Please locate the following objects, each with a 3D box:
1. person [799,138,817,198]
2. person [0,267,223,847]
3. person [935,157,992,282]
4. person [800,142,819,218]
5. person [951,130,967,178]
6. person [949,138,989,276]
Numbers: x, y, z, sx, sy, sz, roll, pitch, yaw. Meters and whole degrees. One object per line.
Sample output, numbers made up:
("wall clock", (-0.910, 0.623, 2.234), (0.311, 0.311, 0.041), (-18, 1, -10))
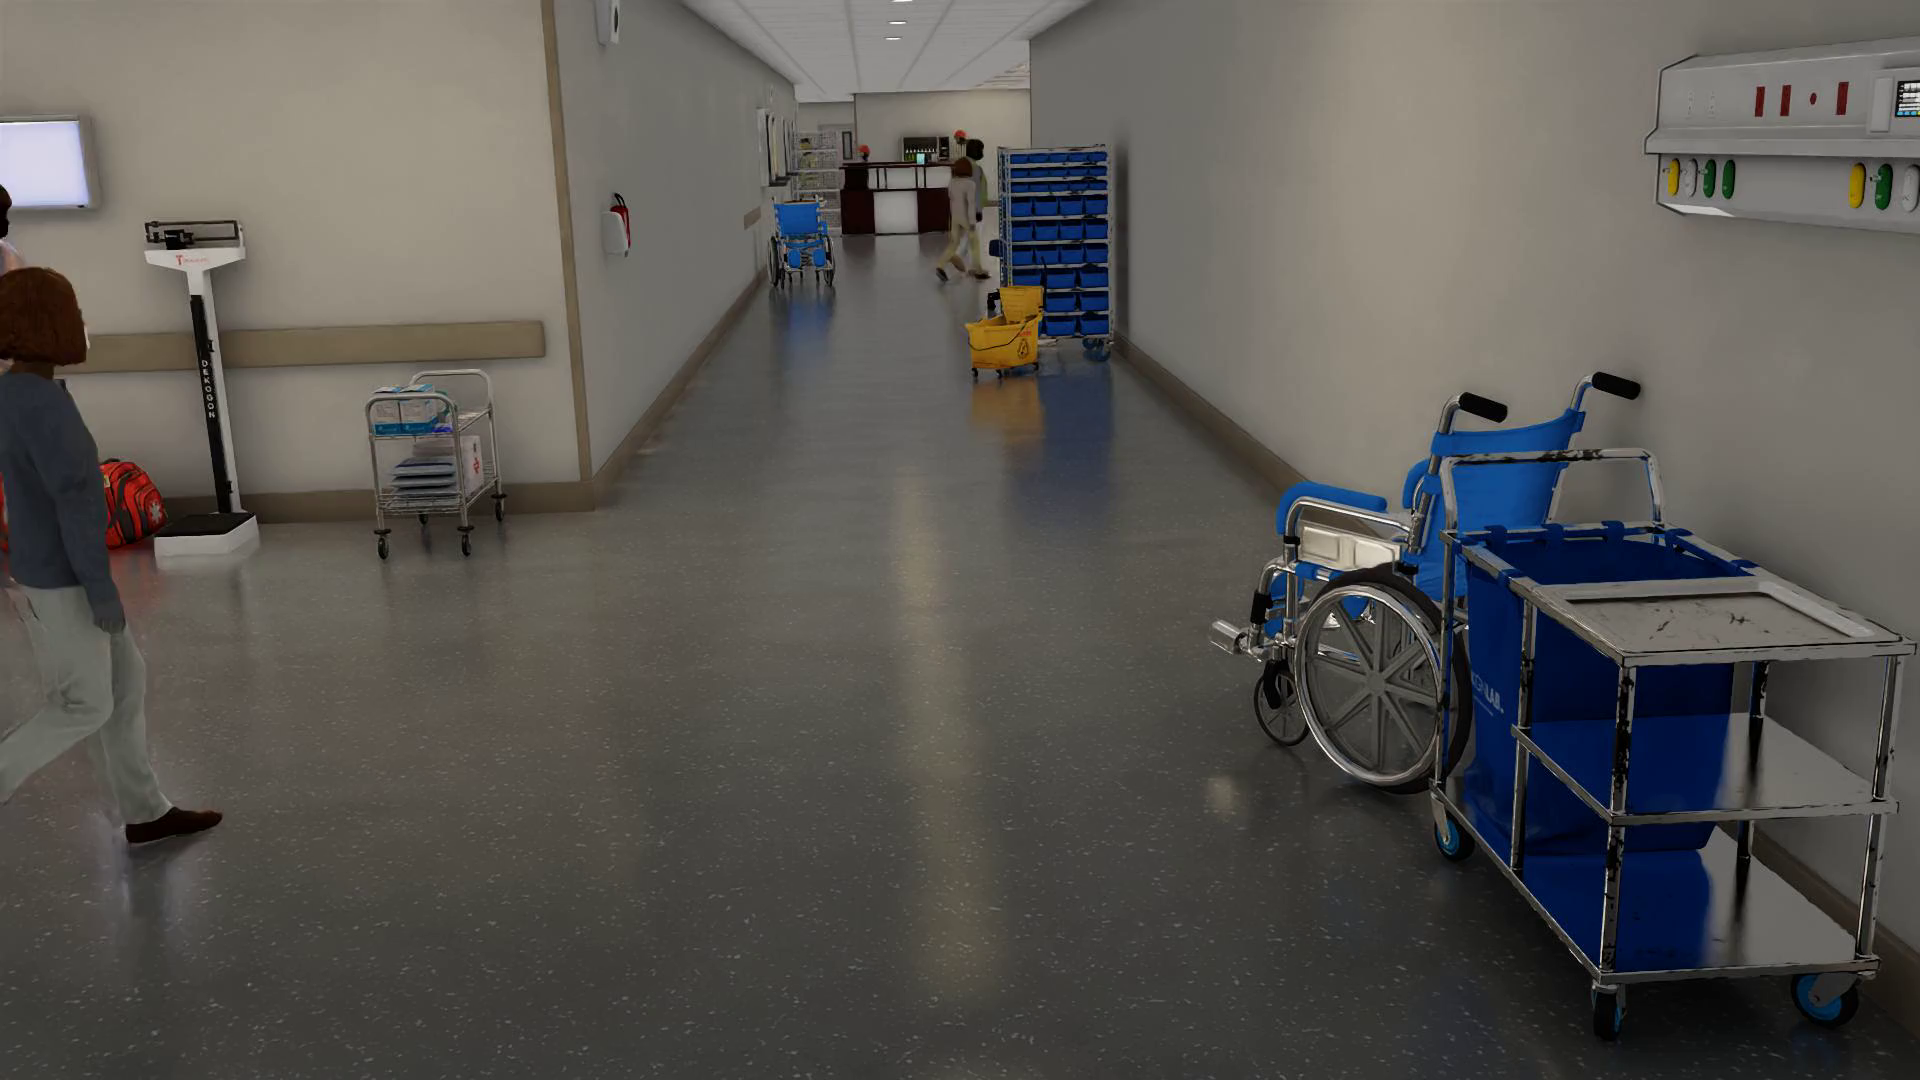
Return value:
("person", (-3.934, -9.468, 43.198), (0.623, 1.917, 0.720), (11, 19, 42))
("person", (-2.390, 0.105, 4.322), (0.660, 1.611, 0.504), (-11, 16, -33))
("person", (0.011, -4.165, 21.632), (0.817, 1.600, 0.508), (-14, 18, -41))
("person", (-3.433, -8.131, 37.884), (0.403, 1.818, 0.601), (7, 16, 31))
("person", (0.002, -8.409, 38.238), (0.396, 1.992, 0.622), (3, 14, 19))
("person", (0.164, -4.464, 22.368), (0.442, 1.823, 0.640), (-6, 14, -19))
